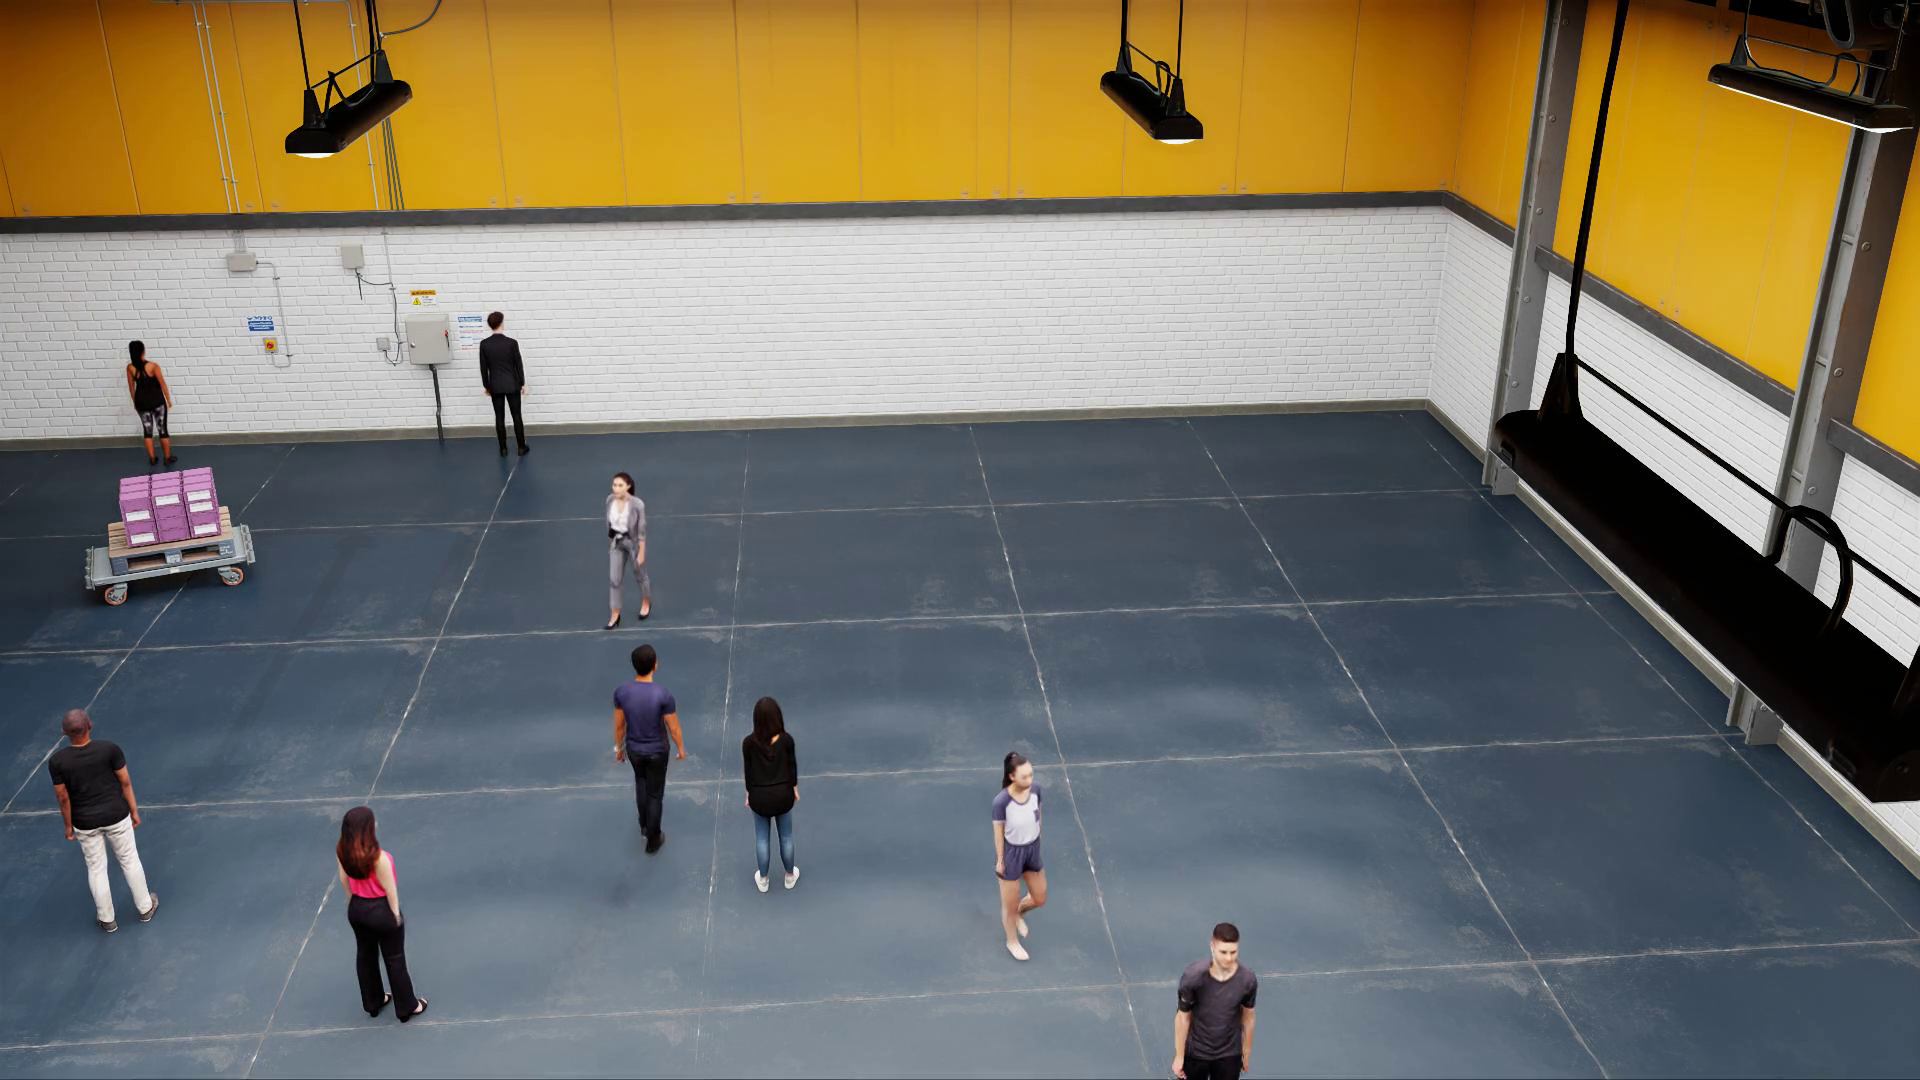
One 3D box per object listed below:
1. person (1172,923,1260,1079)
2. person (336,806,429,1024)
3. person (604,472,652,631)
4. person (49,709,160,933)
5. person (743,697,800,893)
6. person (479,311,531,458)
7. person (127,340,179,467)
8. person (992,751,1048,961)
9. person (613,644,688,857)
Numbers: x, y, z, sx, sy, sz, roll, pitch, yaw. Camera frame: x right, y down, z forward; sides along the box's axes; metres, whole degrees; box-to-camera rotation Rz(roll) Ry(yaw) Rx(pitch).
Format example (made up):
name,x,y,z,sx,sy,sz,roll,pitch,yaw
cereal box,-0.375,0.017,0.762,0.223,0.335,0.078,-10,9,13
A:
name,x,y,z,sx,sy,sz,roll,pitch,yaw
person,1.505,3.017,10.023,0.662,1.755,0.862,-1,24,-2
person,-3.956,2.527,11.264,0.667,1.659,0.664,9,25,20
person,-3.320,0.060,16.918,0.843,1.650,1.006,8,25,17
person,-6.291,2.045,12.182,0.744,1.805,0.738,-12,26,-26
person,-1.433,1.928,12.649,0.563,1.645,0.516,-3,24,-7
person,-5.844,-1.994,21.322,0.678,1.887,0.588,-3,24,-6
person,-10.241,-1.744,21.027,0.582,1.664,0.506,-2,24,-5
person,0.368,2.240,11.943,0.712,1.639,0.749,-14,27,-30
person,-2.477,1.692,13.025,0.746,1.778,0.737,3,24,6
